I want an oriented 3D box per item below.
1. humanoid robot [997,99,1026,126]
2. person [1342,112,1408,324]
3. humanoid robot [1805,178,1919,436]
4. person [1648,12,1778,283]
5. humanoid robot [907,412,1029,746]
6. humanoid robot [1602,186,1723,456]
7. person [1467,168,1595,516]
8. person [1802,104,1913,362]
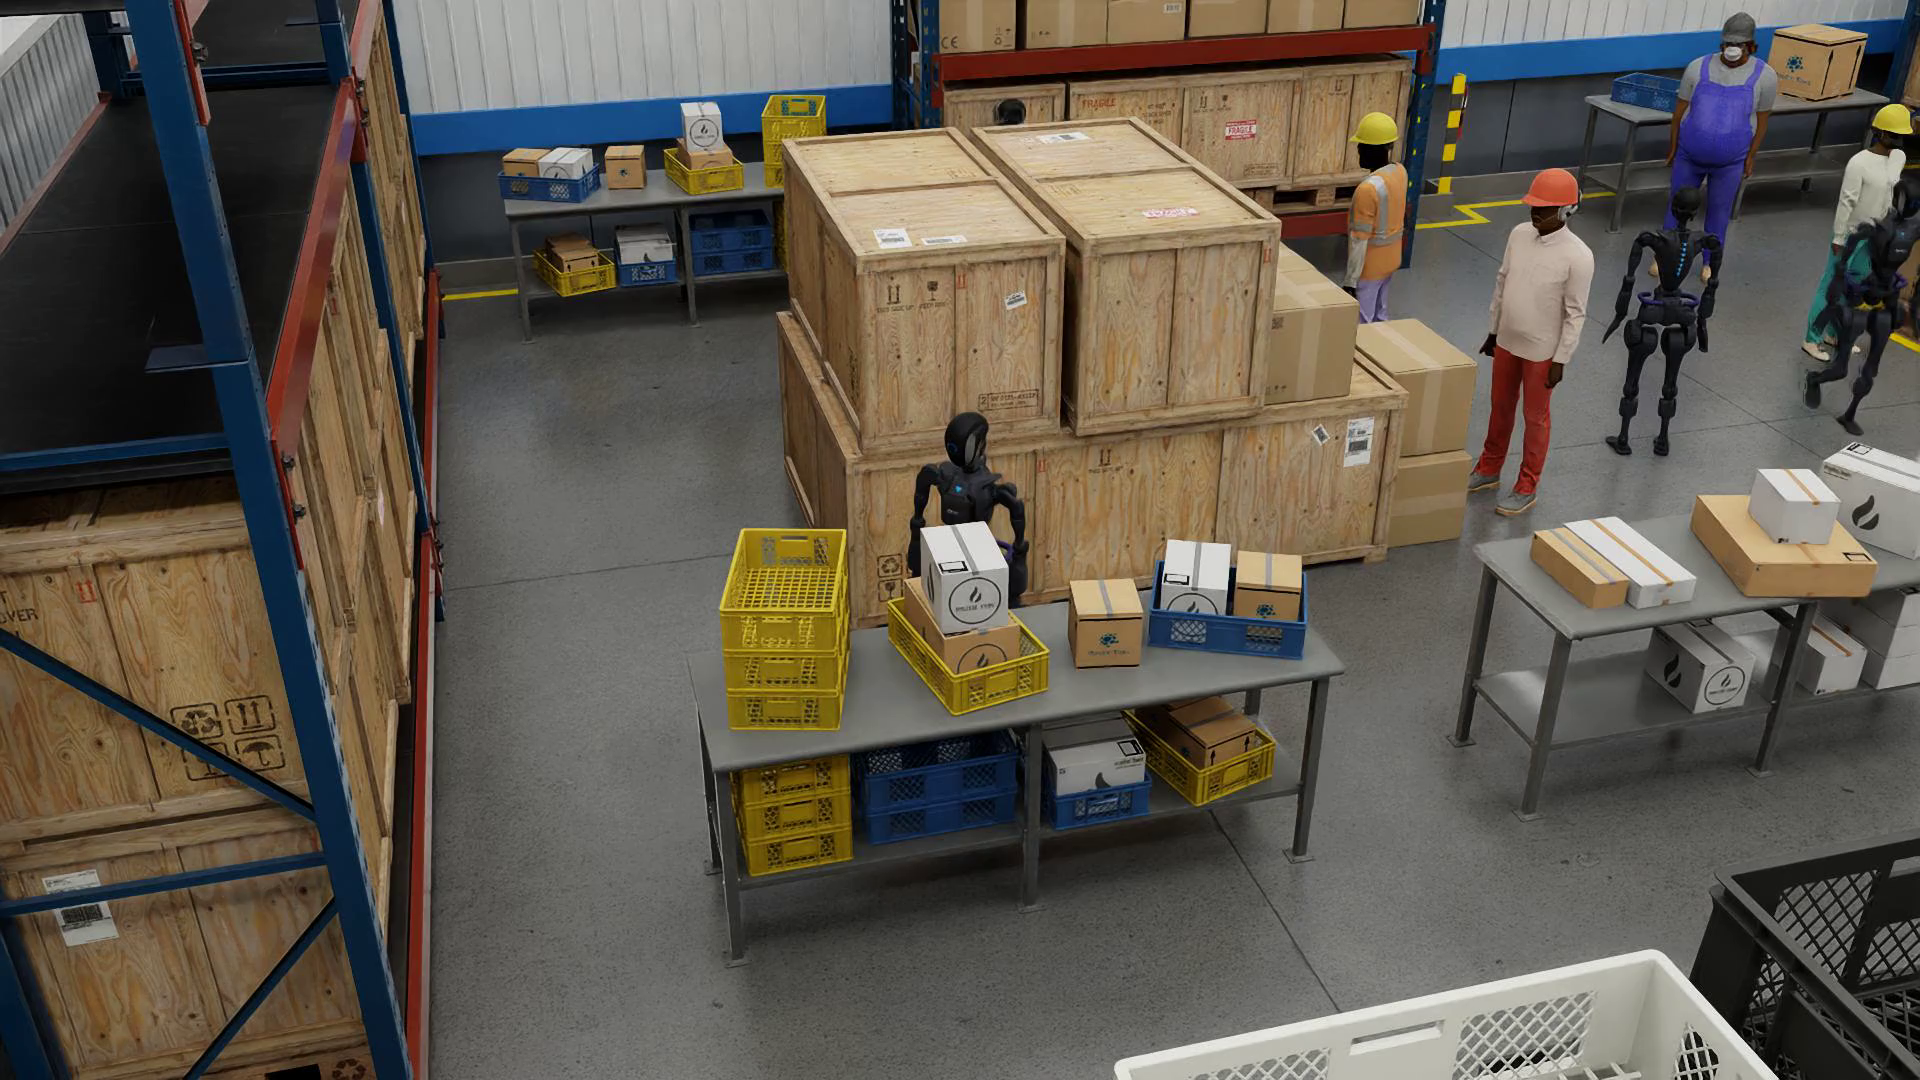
[{"bbox_3d":[0.385,-2.317,11.888,0.738,1.626,0.607,-13,31,-22],"label":"humanoid robot"},{"bbox_3d":[2.592,-1.760,10.608,0.405,1.918,0.582,18,34,30],"label":"person"},{"bbox_3d":[5.649,-1.463,10.315,0.607,1.644,0.487,1,29,2],"label":"humanoid robot"},{"bbox_3d":[5.744,-2.976,12.684,0.682,2.000,0.538,14,32,23],"label":"person"},{"bbox_3d":[0.042,0.202,7.277,0.612,1.657,0.316,14,32,24],"label":"humanoid robot"},{"bbox_3d":[4.230,-1.318,10.035,0.612,1.657,0.319,3,29,5],"label":"humanoid robot"},{"bbox_3d":[3.188,-1.107,9.339,0.376,1.995,0.607,-15,32,-25],"label":"person"},{"bbox_3d":[6.166,-2.098,11.371,0.532,1.768,0.309,-14,32,-23],"label":"person"}]
